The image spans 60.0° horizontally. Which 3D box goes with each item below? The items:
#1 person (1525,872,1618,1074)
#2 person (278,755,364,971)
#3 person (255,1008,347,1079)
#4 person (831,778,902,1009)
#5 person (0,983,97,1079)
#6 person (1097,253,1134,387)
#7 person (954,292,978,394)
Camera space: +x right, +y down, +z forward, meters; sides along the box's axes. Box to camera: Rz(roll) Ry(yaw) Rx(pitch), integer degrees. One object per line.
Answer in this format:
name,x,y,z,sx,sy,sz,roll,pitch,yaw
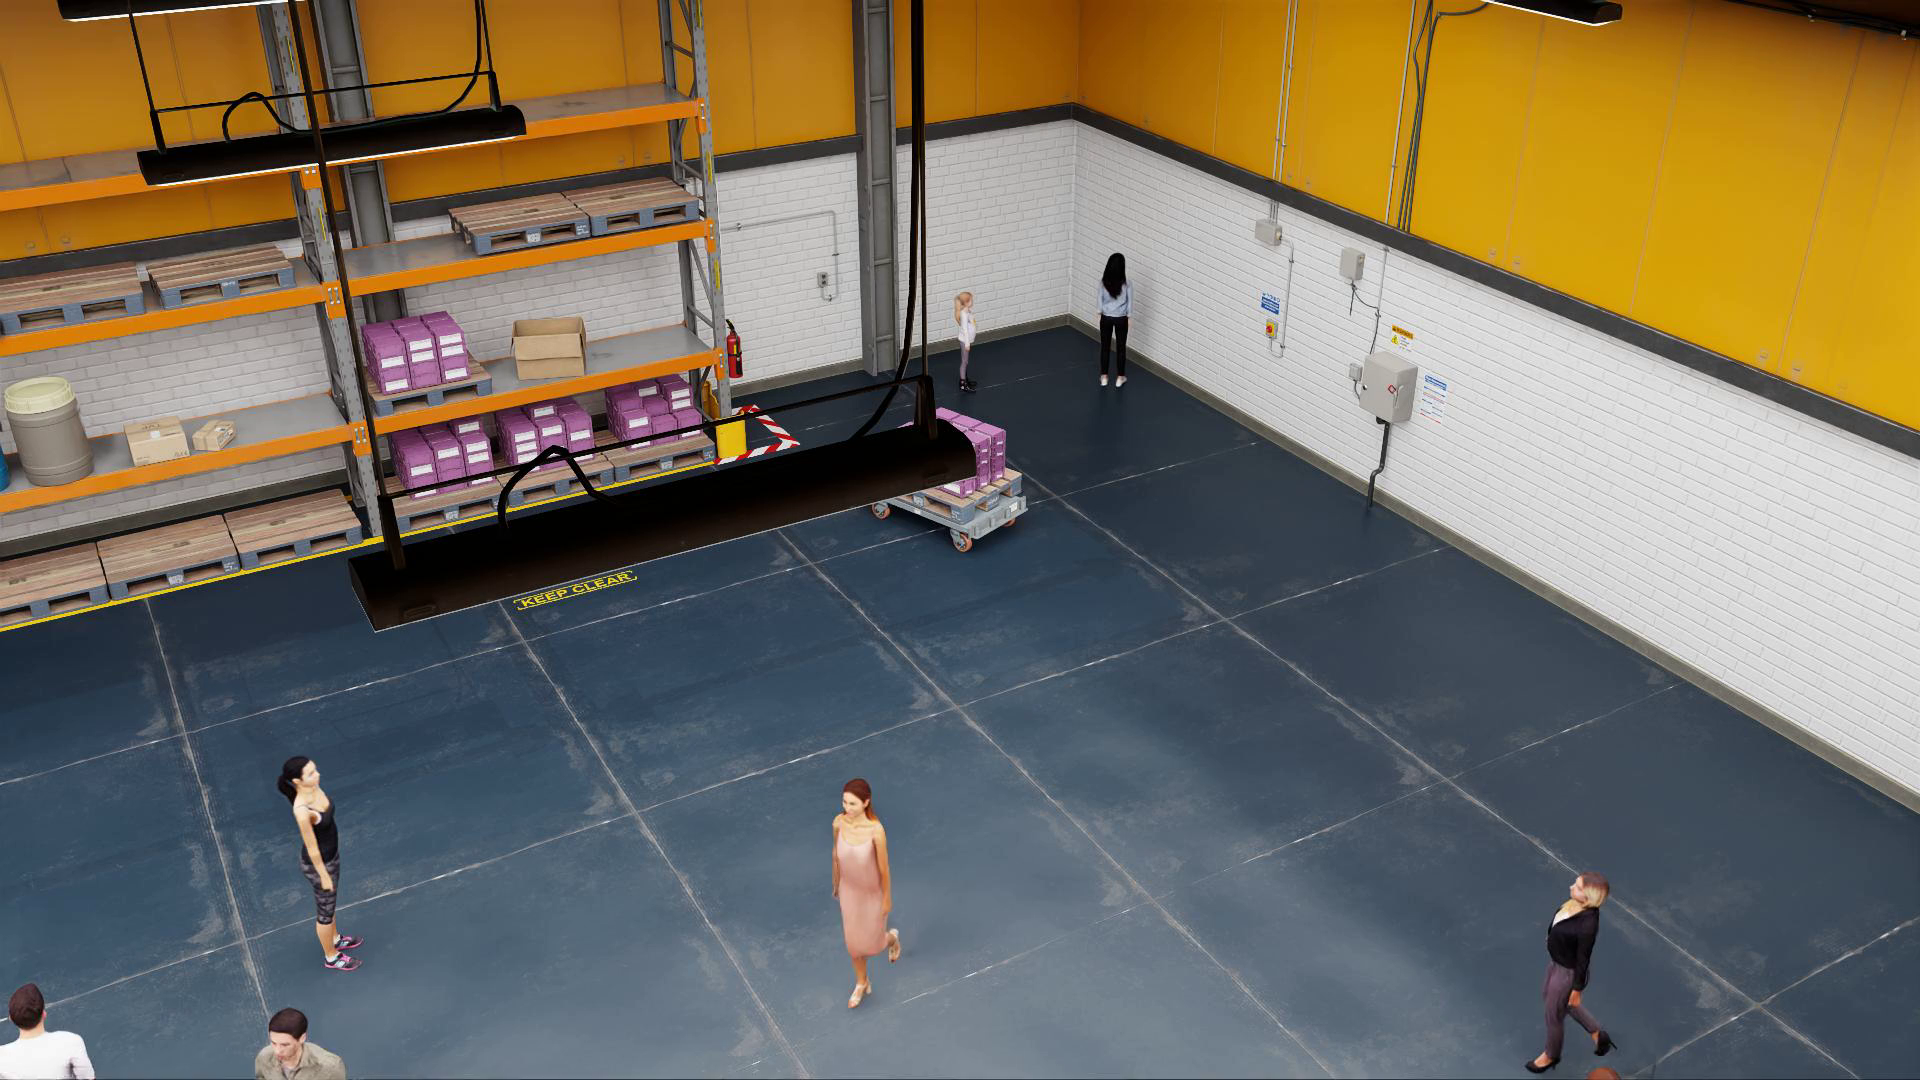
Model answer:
person,3.983,2.791,10.641,0.915,1.661,0.856,7,29,13
person,-4.471,2.230,11.596,0.637,1.730,0.636,-5,29,-9
person,-3.617,3.313,9.522,1.201,1.816,1.274,8,30,14
person,-0.609,2.353,11.282,0.833,1.816,0.939,14,32,24
person,-5.129,3.359,9.432,1.125,1.822,0.725,-17,33,-28
person,1.924,-2.752,20.751,0.668,1.711,0.745,5,29,9
person,0.066,-2.488,20.719,0.624,1.278,0.578,2,29,3
